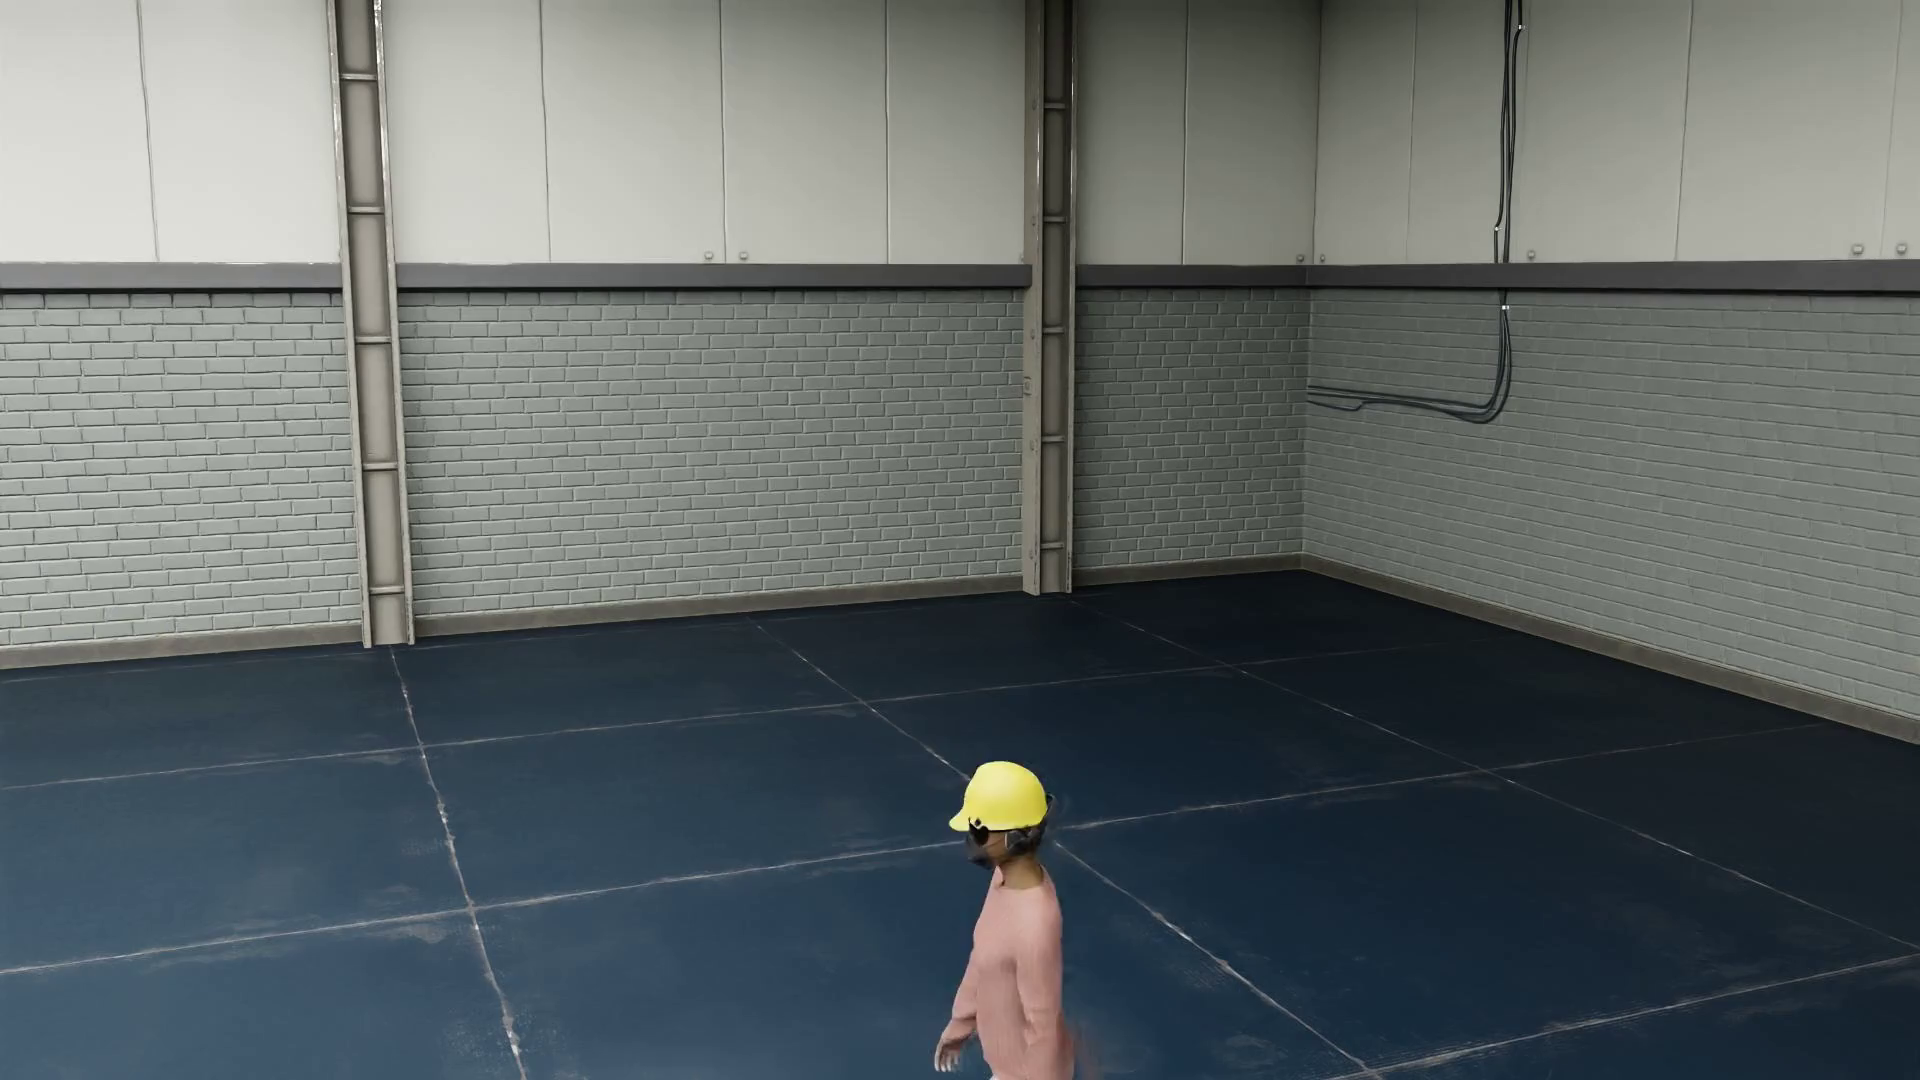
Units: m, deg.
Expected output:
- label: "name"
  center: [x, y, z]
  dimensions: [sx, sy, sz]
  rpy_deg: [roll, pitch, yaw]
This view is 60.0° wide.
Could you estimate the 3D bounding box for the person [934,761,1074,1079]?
- label: "person"
  center: [0.042, 1.451, 4.534]
  dimensions: [0.730, 1.744, 0.532]
  rpy_deg: [0, 9, -1]
